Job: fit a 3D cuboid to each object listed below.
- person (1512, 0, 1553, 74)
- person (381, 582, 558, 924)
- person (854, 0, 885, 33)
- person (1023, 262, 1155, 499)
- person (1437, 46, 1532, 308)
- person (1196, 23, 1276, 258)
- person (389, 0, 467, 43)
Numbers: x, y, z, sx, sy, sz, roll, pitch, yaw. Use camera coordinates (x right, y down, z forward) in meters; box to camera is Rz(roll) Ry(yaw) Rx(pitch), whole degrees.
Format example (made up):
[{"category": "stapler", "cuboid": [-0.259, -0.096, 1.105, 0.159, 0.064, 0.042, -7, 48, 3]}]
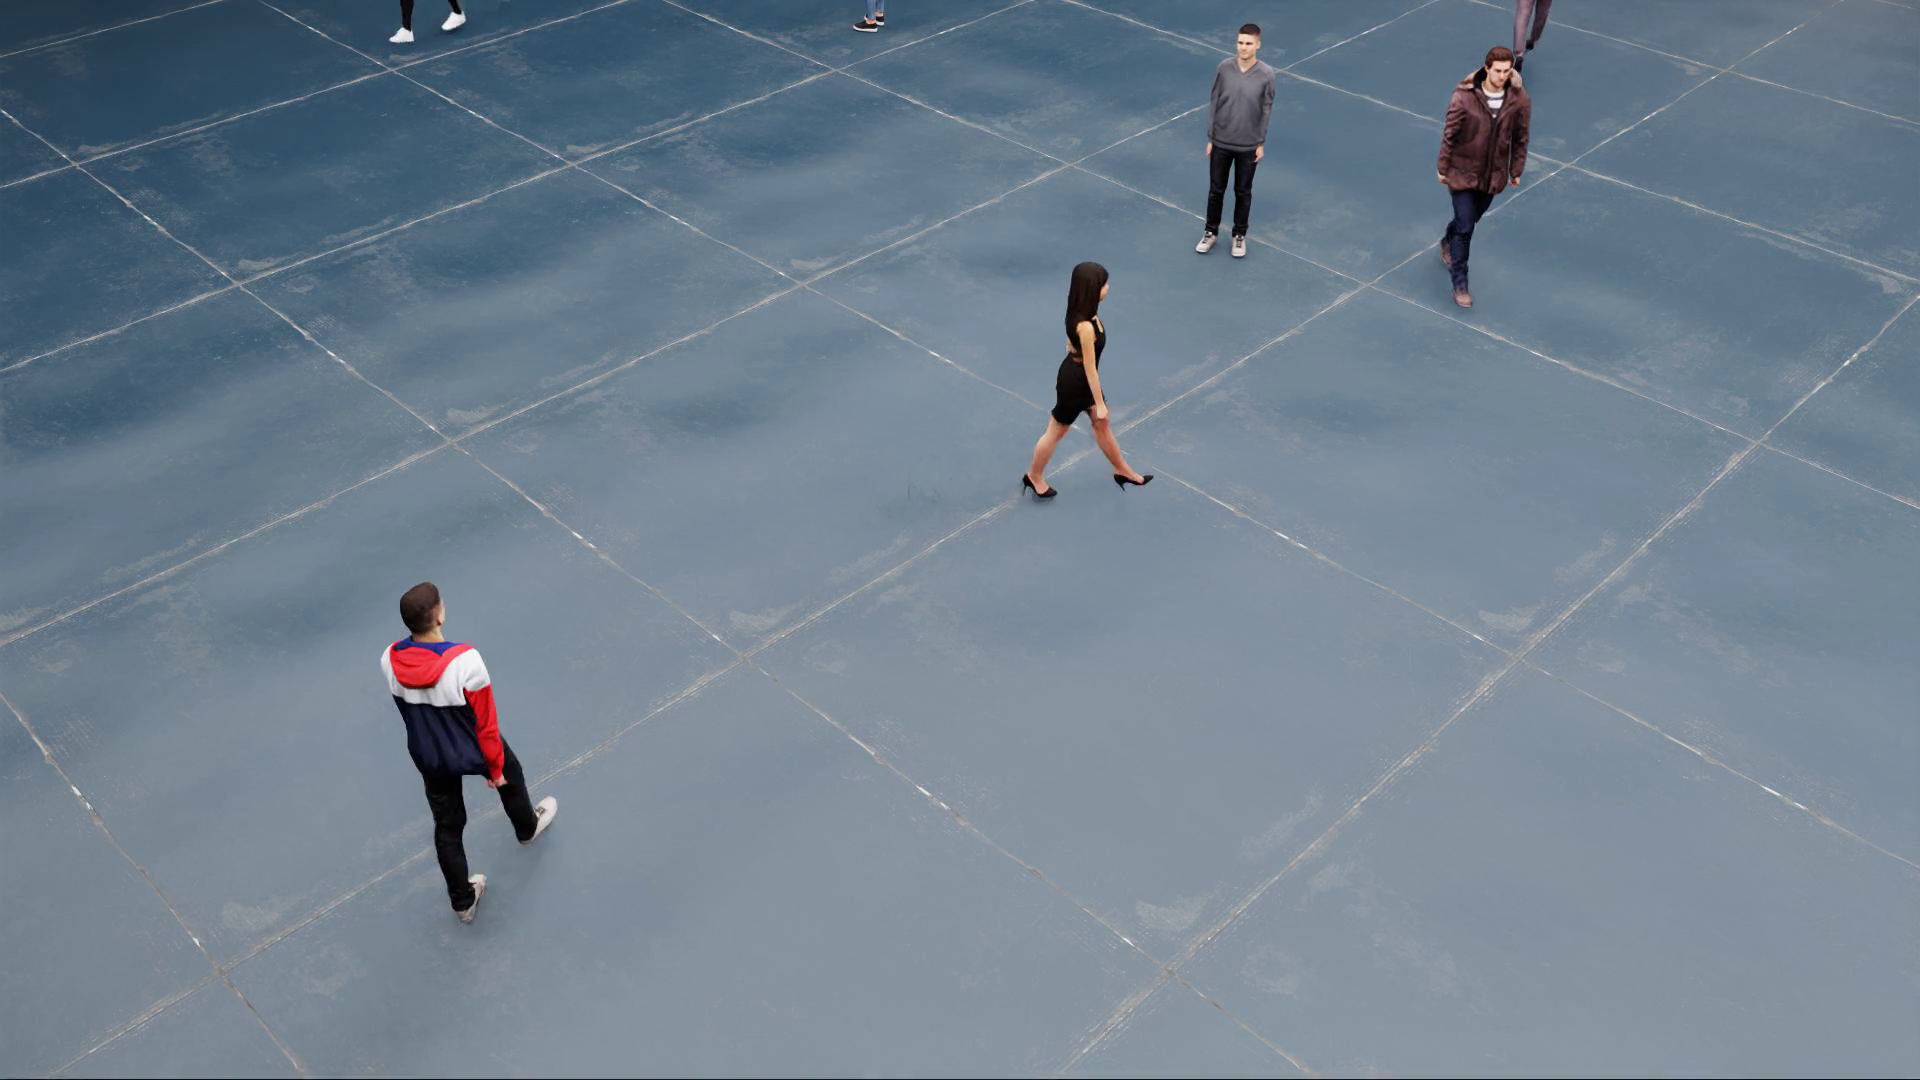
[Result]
[{"category": "person", "cuboid": [5.322, -5.110, 15.356, 0.919, 1.612, 1.153, 11, 39, 15]}, {"category": "person", "cuboid": [-2.234, 0.983, 7.244, 0.986, 1.730, 1.100, 4, 37, 6]}, {"category": "person", "cuboid": [-0.906, -5.837, 16.253, 0.761, 1.683, 0.614, 16, 40, 20]}, {"category": "person", "cuboid": [0.601, -0.875, 9.791, 1.071, 1.604, 1.012, 0, 37, 0]}, {"category": "person", "cuboid": [3.713, -2.689, 12.010, 1.230, 1.807, 1.255, -2, 37, -3]}, {"category": "person", "cuboid": [2.069, -2.990, 12.444, 0.699, 1.761, 0.699, 11, 39, 14]}, {"category": "person", "cuboid": [-5.151, -5.717, 16.060, 0.764, 1.726, 1.176, 24, 43, 28]}]
